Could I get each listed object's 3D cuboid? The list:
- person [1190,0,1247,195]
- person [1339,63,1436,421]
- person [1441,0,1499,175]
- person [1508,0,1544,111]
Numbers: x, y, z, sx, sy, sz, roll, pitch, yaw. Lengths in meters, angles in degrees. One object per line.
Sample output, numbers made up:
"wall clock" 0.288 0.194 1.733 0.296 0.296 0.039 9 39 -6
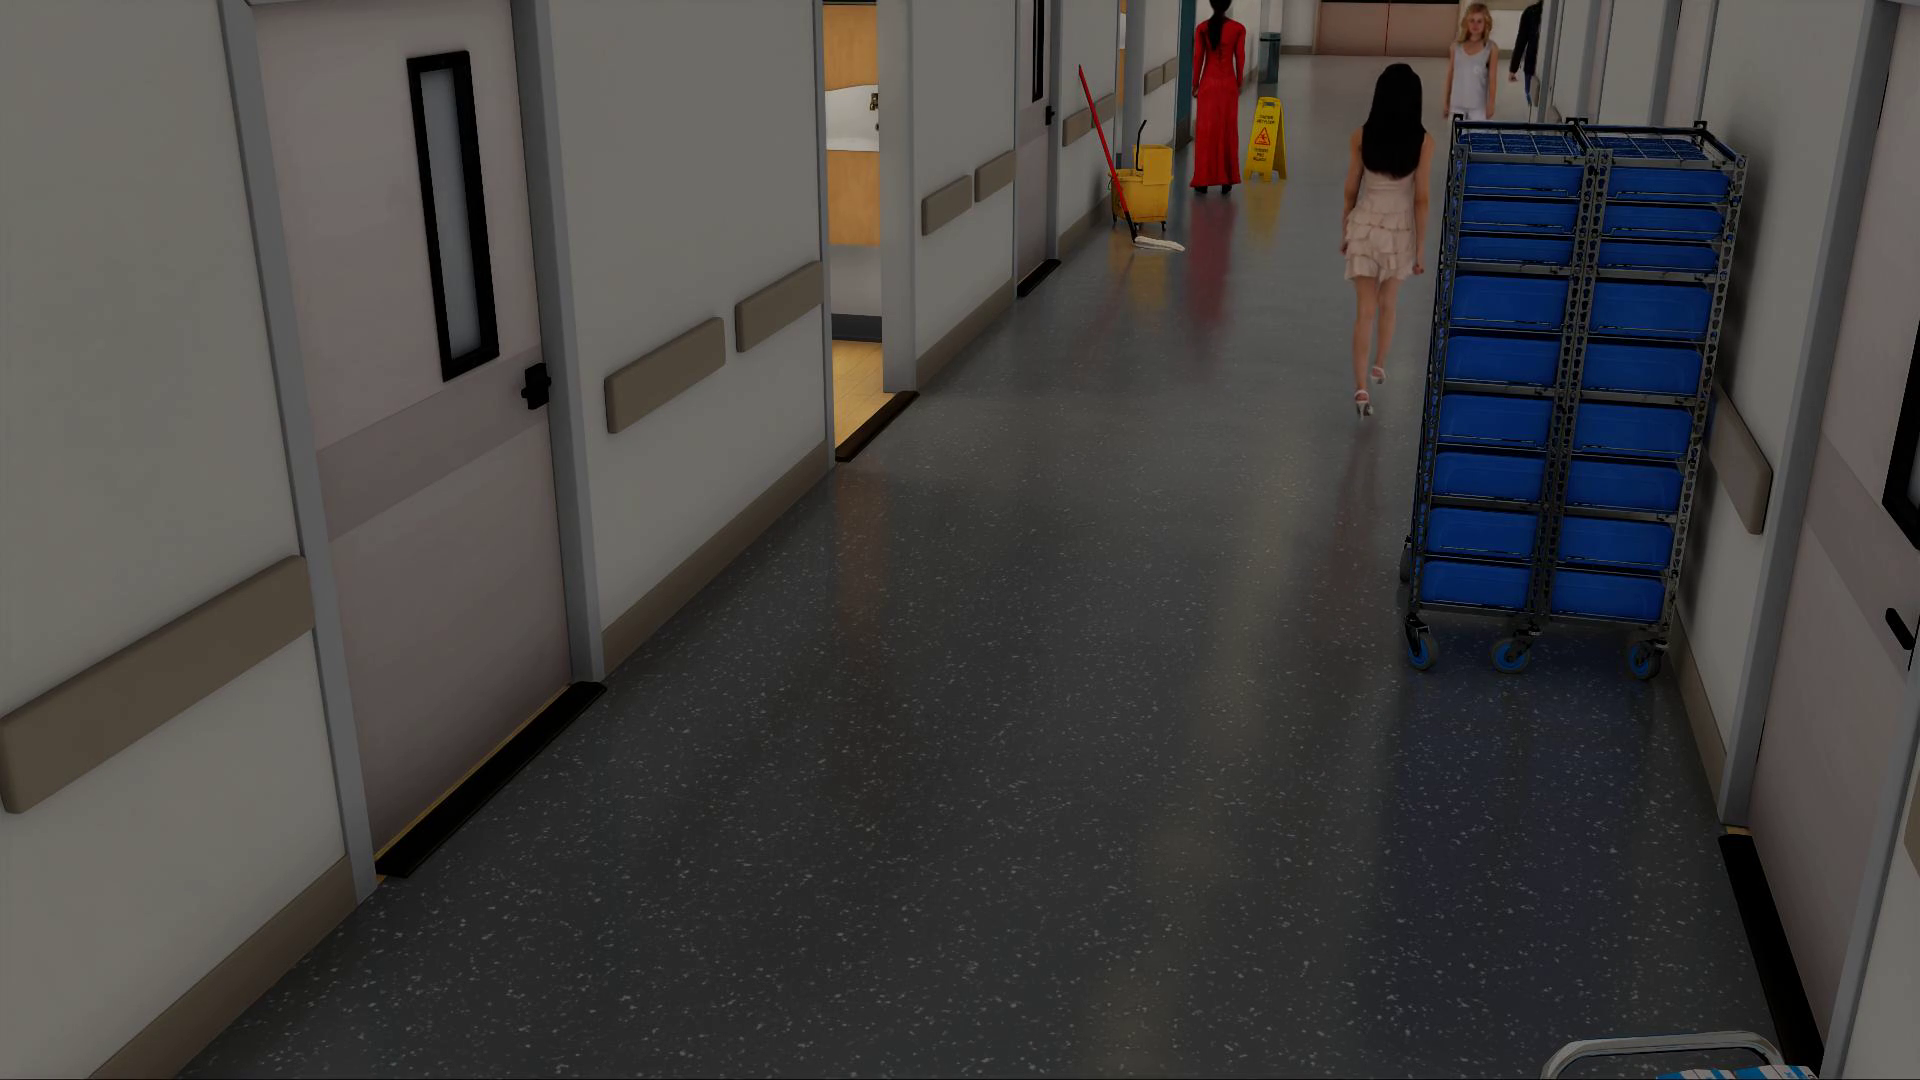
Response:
"person" 2.302 -4.019 14.907 0.694 1.785 0.699 0 21 -1
"person" 2.041 -1.407 8.151 0.642 1.686 1.035 7 22 19
"person" 4.516 -3.863 14.679 0.728 1.655 0.950 11 23 27
"person" 5.750 -4.577 16.274 0.970 1.860 1.128 17 26 37
